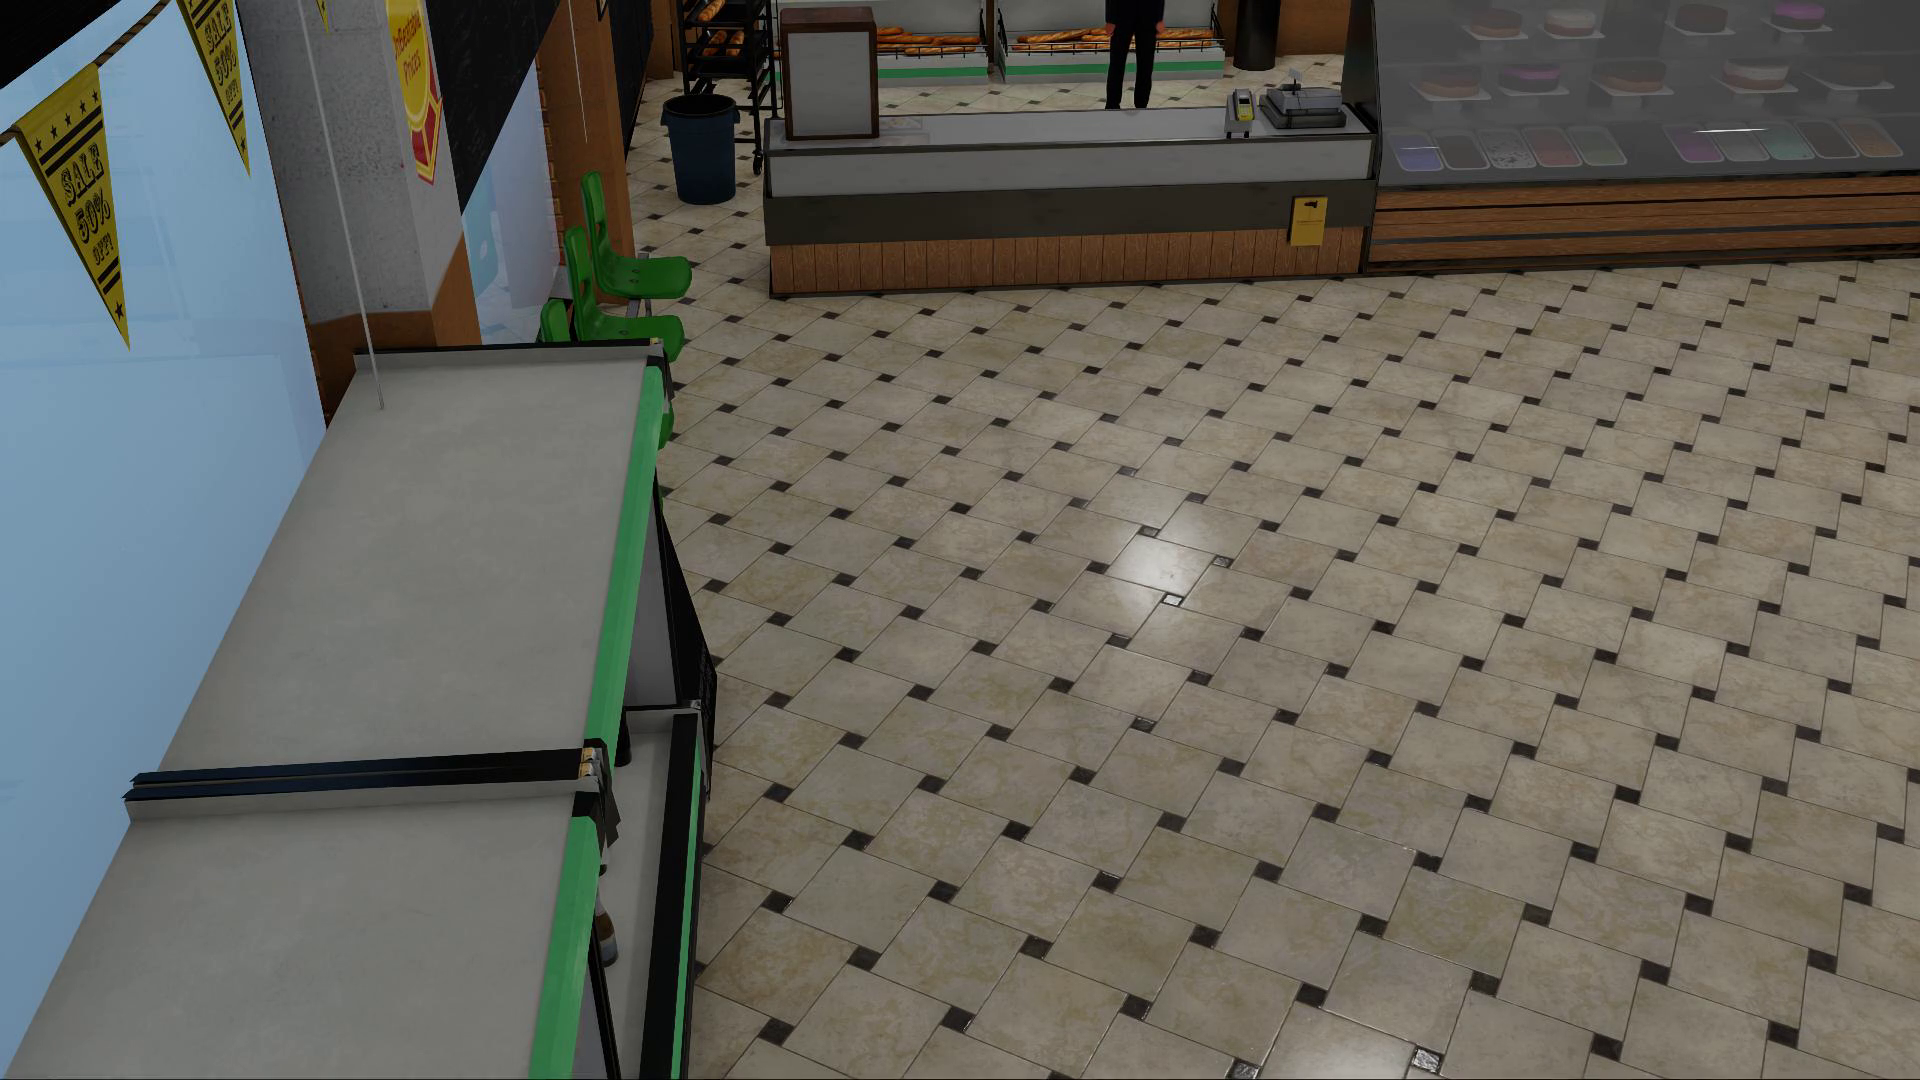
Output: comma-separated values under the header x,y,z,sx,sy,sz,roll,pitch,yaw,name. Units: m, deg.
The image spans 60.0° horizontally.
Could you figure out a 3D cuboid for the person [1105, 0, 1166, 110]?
x,y,z,sx,sy,sz,roll,pitch,yaw,name
1.425,-4.239,13.466,0.631,1.867,0.549,-3,32,-4,person
